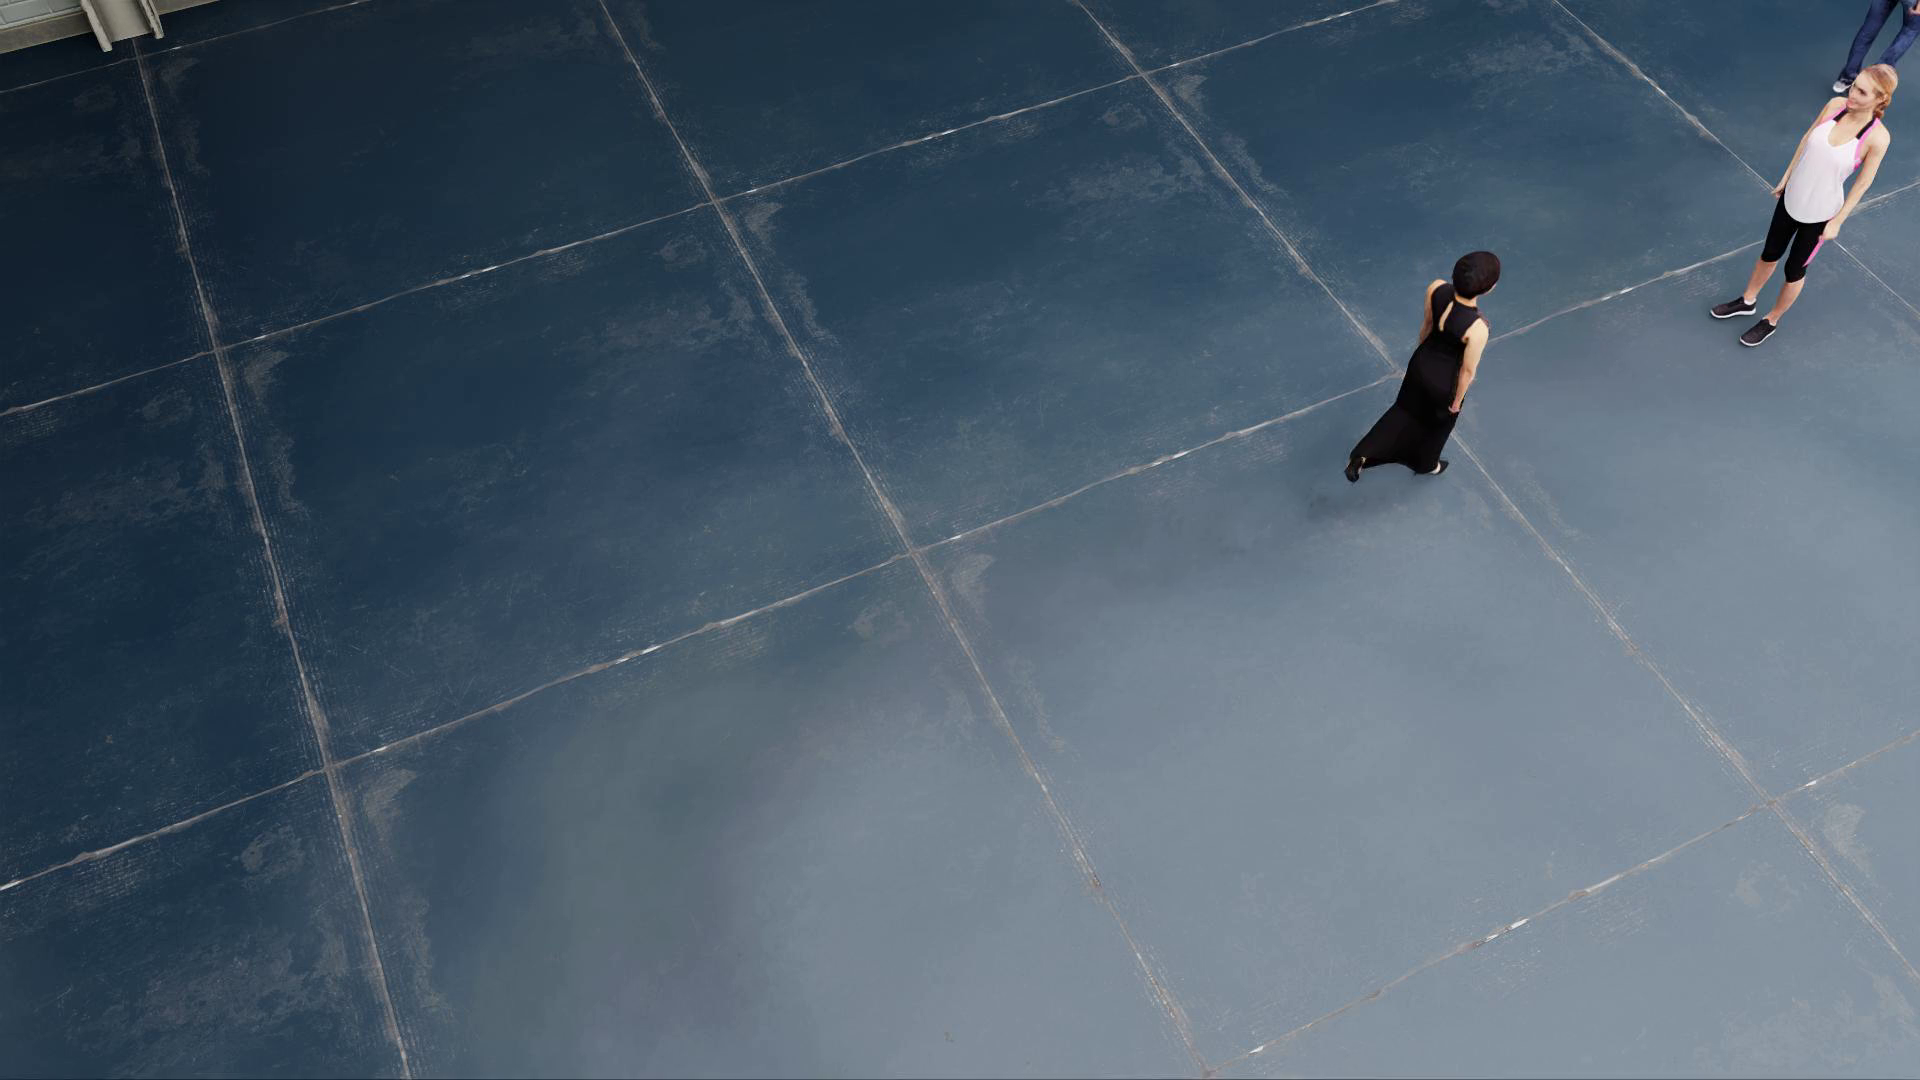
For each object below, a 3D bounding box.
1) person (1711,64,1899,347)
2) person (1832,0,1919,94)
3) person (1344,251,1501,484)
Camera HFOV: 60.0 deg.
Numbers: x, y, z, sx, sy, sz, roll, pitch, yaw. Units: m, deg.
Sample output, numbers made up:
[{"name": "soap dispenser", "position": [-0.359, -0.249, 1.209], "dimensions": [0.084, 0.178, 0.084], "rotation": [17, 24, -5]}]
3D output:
[{"name": "person", "position": [4.548, -1.786, 8.869], "dimensions": [0.508, 1.788, 0.599], "rotation": [-19, 55, -14]}, {"name": "person", "position": [5.792, -3.417, 10.285], "dimensions": [0.632, 1.547, 0.572], "rotation": [-31, 58, -22]}, {"name": "person", "position": [2.298, -0.793, 8.230], "dimensions": [0.895, 1.583, 0.636], "rotation": [-25, 56, -18]}]
